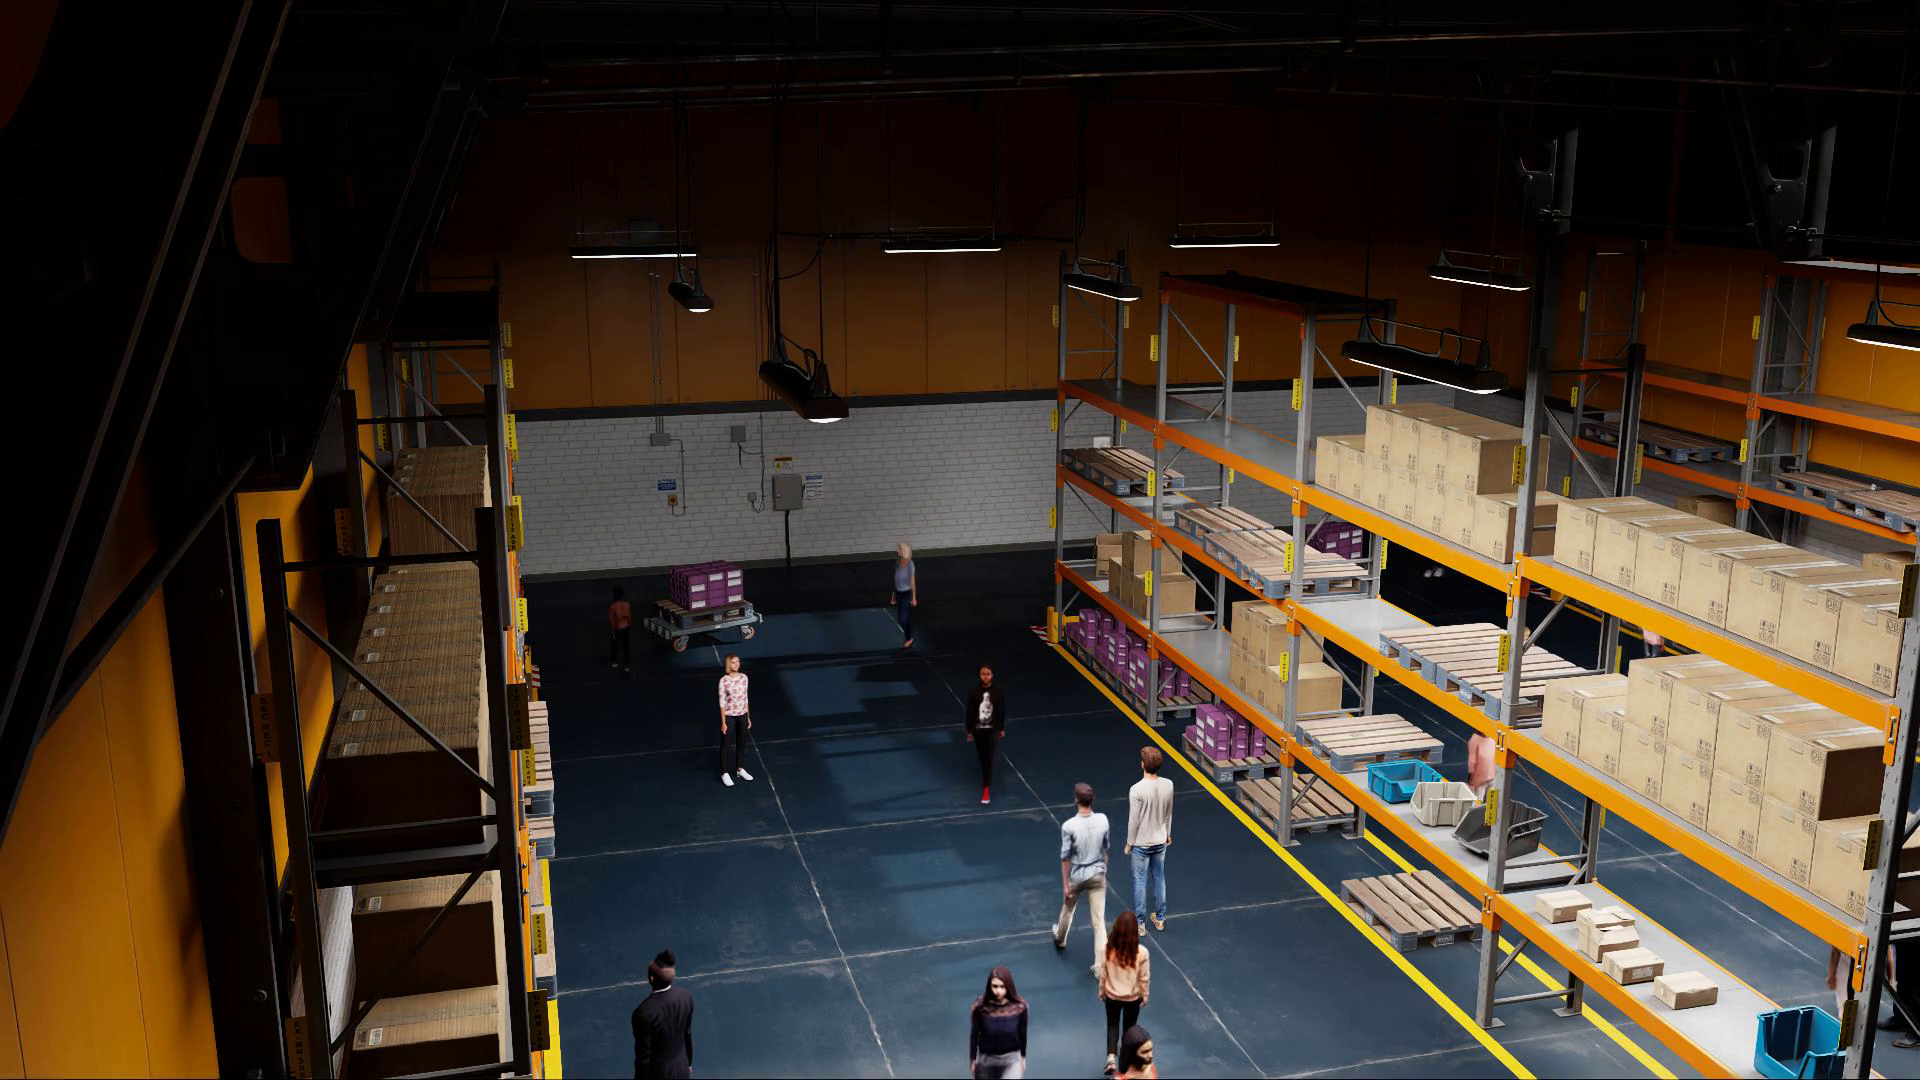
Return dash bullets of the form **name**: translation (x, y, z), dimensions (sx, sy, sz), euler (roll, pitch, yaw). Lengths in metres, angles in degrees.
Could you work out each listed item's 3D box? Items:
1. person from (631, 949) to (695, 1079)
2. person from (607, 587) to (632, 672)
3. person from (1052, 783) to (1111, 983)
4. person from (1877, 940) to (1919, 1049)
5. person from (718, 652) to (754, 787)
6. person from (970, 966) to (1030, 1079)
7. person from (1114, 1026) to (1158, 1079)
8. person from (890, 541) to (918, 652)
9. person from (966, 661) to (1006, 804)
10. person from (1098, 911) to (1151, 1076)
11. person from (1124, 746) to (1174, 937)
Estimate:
- **person**: translation (-2.159, 3.893, 12.196), dimensions (0.814, 1.950, 0.797), euler (11, 17, 37)
- **person**: translation (-4.951, 1.312, 24.372), dimensions (0.664, 1.236, 0.803), euler (-9, 16, -33)
- **person**: translation (1.205, 3.192, 15.405), dimensions (0.691, 1.803, 1.168), euler (-3, 14, -12)
- **person**: translation (8.236, 3.454, 14.297), dimensions (0.810, 1.815, 0.634), euler (0, 14, 2)
- **person**: translation (-2.732, 2.139, 20.116), dimensions (0.646, 1.632, 0.646), euler (-12, 18, -41)
- **person**: translation (0.291, 3.968, 12.648), dimensions (0.751, 1.592, 0.992), euler (0, 14, -1)
- **person**: translation (1.142, 4.167, 11.600), dimensions (1.042, 1.698, 0.939), euler (10, 17, 36)
- **person**: translation (-0.768, 0.841, 25.300), dimensions (0.745, 1.716, 0.618), euler (-10, 17, -36)
- **person**: translation (0.305, 2.231, 19.738), dimensions (0.888, 1.631, 1.188), euler (1, 14, 6)
- **person**: translation (1.327, 3.771, 13.713), dimensions (0.760, 1.475, 0.848), euler (4, 14, 15)
- **person**: translation (1.848, 2.933, 16.259), dimensions (0.712, 1.904, 0.636), euler (-7, 15, -25)
